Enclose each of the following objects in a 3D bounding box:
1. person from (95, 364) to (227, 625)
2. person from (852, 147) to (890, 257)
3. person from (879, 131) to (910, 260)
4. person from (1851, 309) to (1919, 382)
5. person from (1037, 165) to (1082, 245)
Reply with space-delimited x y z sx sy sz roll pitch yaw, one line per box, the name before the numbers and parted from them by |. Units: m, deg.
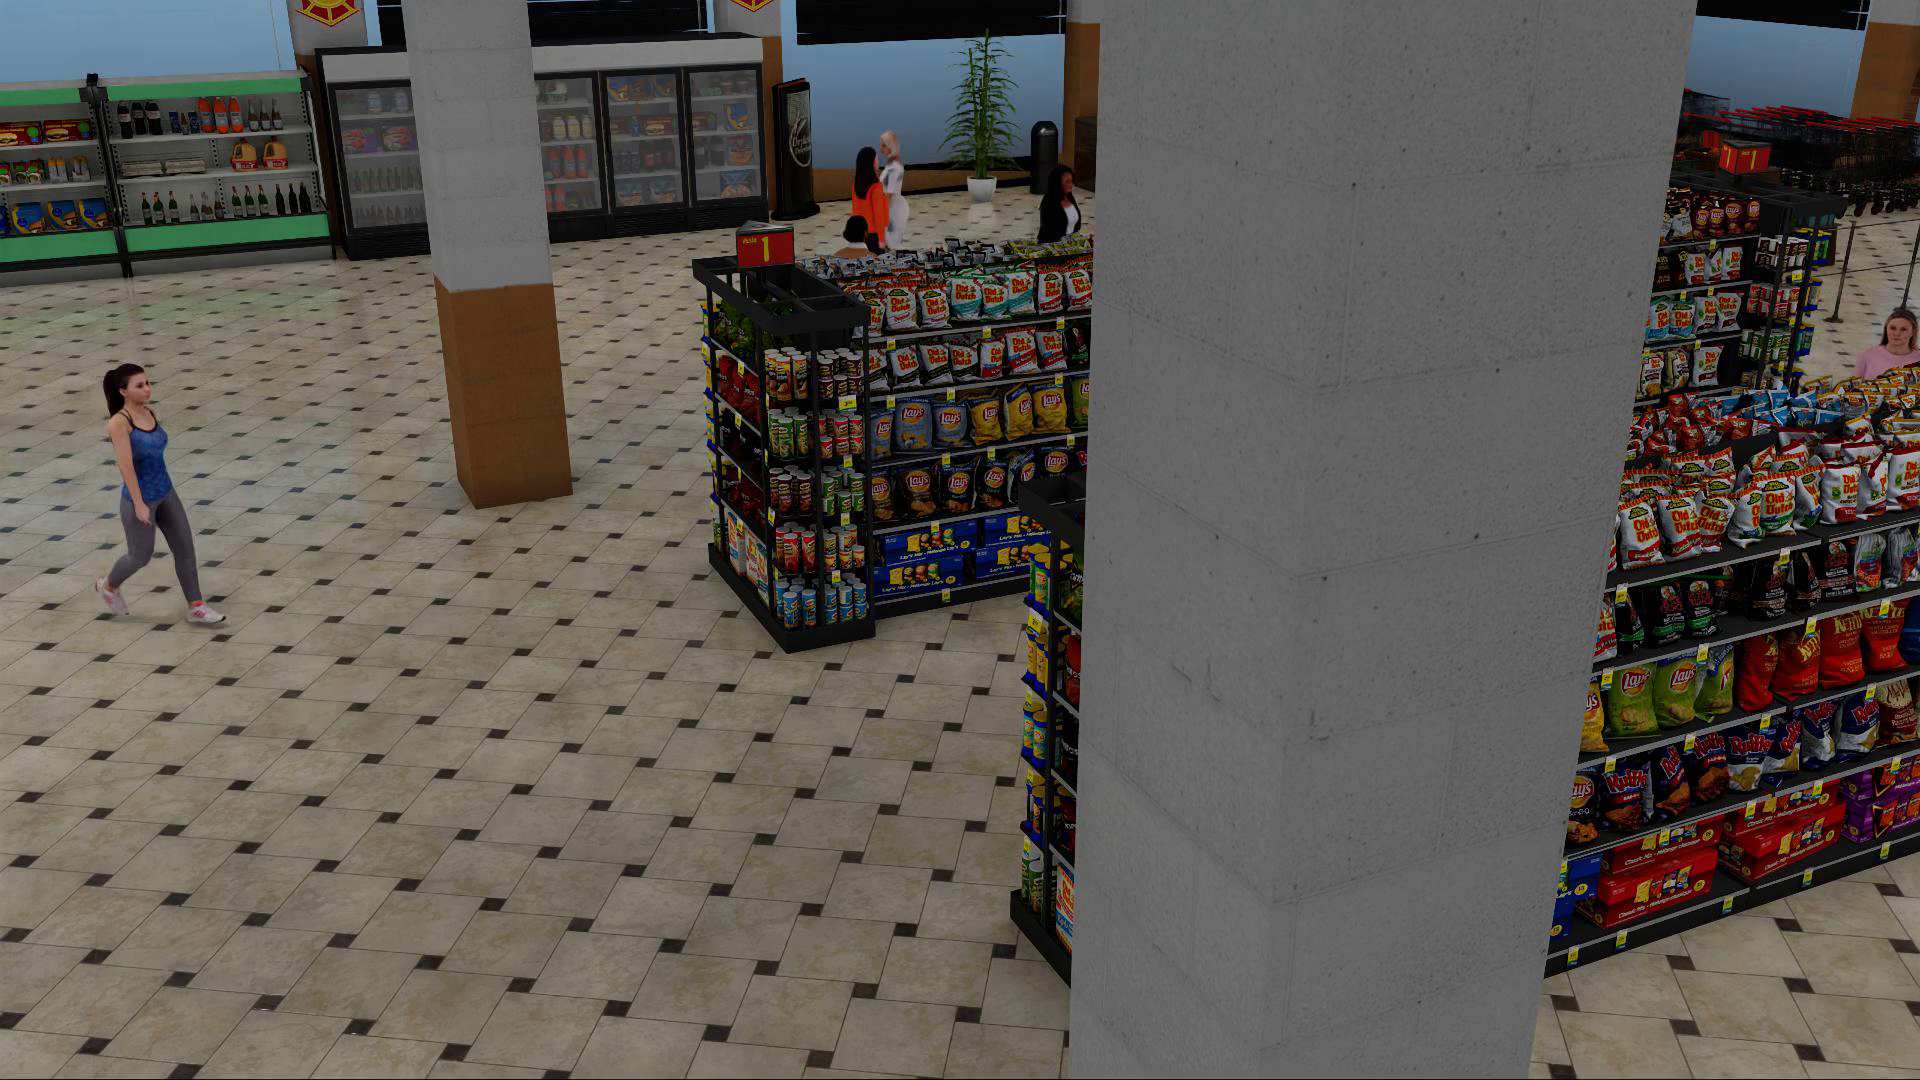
person | -4.782 -0.231 9.668 1.073 1.588 0.954 5 23 13
person | -0.880 -2.953 16.229 0.592 1.748 0.647 -14 26 -31
person | -0.611 -3.409 17.397 0.670 1.723 0.657 -4 22 -9
person | 5.829 -0.649 10.576 0.687 1.687 0.710 13 25 29
person | 0.864 -2.819 16.089 0.896 1.603 0.834 12 25 27
